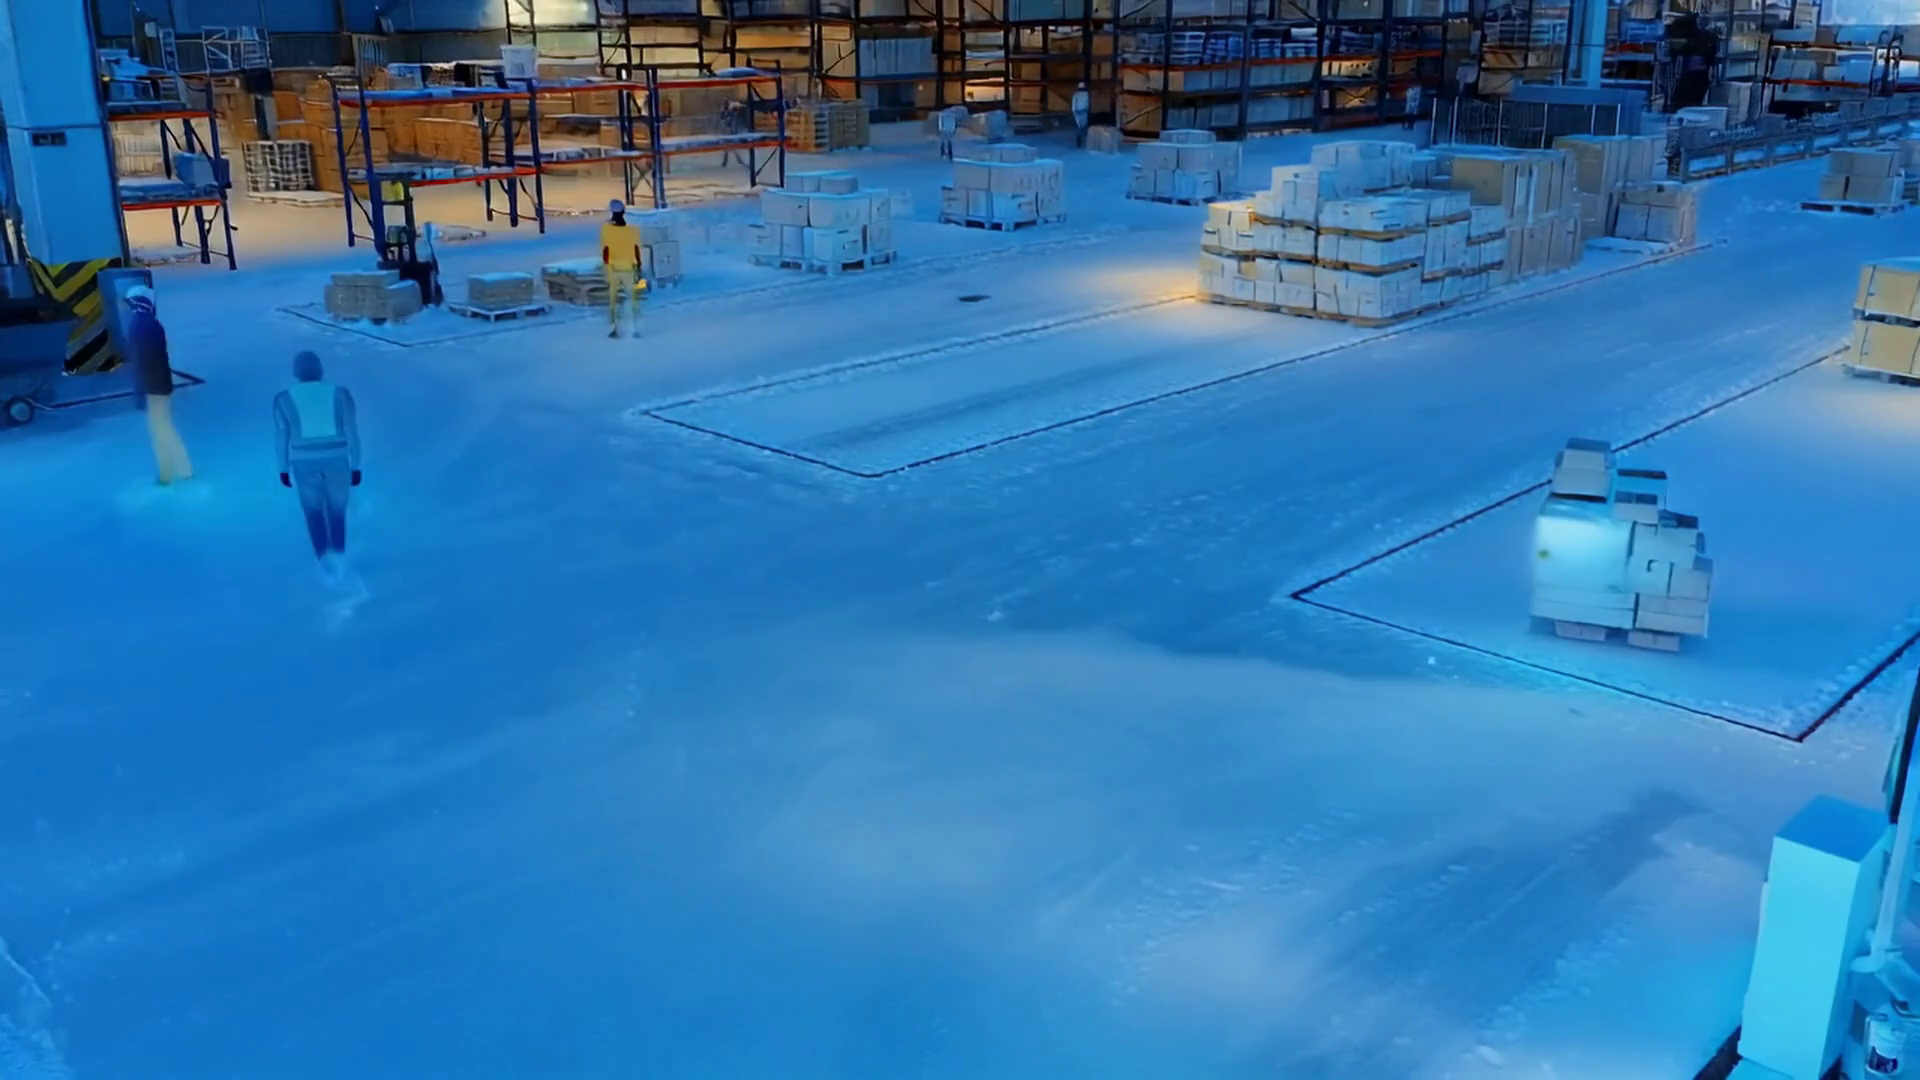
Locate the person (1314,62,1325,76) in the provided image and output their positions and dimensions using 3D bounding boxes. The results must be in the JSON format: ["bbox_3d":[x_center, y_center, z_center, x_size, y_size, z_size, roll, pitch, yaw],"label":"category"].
[{"bbox_3d":[15.343,-19.984,71.566,0.653,1.881,0.853,4,19,12],"label":"person"}]

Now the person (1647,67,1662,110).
[{"bbox_3d":[26.895,-17.502,64.449,0.886,1.634,0.565,-16,24,-40],"label":"person"}]

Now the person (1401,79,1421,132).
[{"bbox_3d":[14.733,-14.174,54.333,0.554,1.682,0.568,17,25,42],"label":"person"}]

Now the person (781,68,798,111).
[{"bbox_3d":[-5.885,-15.256,57.266,0.677,1.902,0.984,1,18,2],"label":"person"}]

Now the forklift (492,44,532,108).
[{"bbox_3d":[-14.174,-14.481,53.410,1.873,2.768,1.129,17,25,41],"label":"forklift"}]

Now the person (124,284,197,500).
[{"bbox_3d":[-7.455,-1.371,15.397,0.386,1.941,0.710,-3,19,-9],"label":"person"}]

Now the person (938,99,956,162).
[{"bbox_3d":[-0.354,-11.096,45.095,0.541,1.684,0.391,-7,20,-20],"label":"person"}]

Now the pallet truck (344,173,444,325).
[{"bbox_3d":[-8.209,-4.181,23.757,0.823,1.965,1.885,3,19,9],"label":"pallet truck"}]

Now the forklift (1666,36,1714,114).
[{"bbox_3d":[27.341,-17.291,61.877,1.129,2.768,1.873,17,25,41],"label":"forklift"}]

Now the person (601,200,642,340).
[{"bbox_3d":[-4.524,-3.608,22.233,0.533,1.868,0.310,-2,18,-6],"label":"person"}]

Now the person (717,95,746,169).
[{"bbox_3d":[-6.018,-10.618,43.332,0.723,1.897,0.552,13,22,33],"label":"person"}]

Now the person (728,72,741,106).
[{"bbox_3d":[-7.714,-15.074,56.724,0.402,1.904,0.652,-11,21,-31],"label":"person"}]

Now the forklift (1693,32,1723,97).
[{"bbox_3d":[30.275,-19.228,67.714,1.129,2.768,1.873,17,25,41],"label":"forklift"}]

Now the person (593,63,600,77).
[{"bbox_3d":[-14.769,-18.733,68.181,0.576,1.624,0.483,9,20,25],"label":"person"}]

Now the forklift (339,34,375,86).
[{"bbox_3d":[-23.287,-18.355,65.083,1.129,2.768,1.873,17,25,41],"label":"forklift"}]

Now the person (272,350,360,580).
[{"bbox_3d":[-5.086,-0.589,13.230,0.636,1.816,0.811,-9,20,-25],"label":"person"}]

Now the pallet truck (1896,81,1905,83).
[{"bbox_3d":[34.802,-16.331,61.455,0.653,1.274,1.630,17,25,41],"label":"pallet truck"}]

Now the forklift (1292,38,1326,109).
[{"bbox_3d":[12.260,-16.549,59.642,1.129,2.768,1.873,17,25,41],"label":"forklift"}]

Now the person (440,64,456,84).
[{"bbox_3d":[-18.411,-16.127,59.849,0.623,1.952,1.038,-1,18,-2],"label":"person"}]

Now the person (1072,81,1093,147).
[{"bbox_3d":[3.632,-12.700,49.617,0.563,1.891,1.018,6,19,17],"label":"person"}]

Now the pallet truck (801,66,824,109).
[{"bbox_3d":[-4.812,-15.182,56.903,0.823,1.965,1.885,-9,21,-26],"label":"pallet truck"}]

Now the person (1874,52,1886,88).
[{"bbox_3d":[43.240,-22.072,78.102,0.488,1.715,0.753,-5,19,-16],"label":"person"}]

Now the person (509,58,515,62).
[{"bbox_3d":[-17.662,-18.045,65.687,0.871,1.897,0.633,6,19,16],"label":"person"}]

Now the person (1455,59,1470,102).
[{"bbox_3d":[20.911,-19.103,69.160,0.920,1.718,0.547,-13,23,-35],"label":"person"}]
